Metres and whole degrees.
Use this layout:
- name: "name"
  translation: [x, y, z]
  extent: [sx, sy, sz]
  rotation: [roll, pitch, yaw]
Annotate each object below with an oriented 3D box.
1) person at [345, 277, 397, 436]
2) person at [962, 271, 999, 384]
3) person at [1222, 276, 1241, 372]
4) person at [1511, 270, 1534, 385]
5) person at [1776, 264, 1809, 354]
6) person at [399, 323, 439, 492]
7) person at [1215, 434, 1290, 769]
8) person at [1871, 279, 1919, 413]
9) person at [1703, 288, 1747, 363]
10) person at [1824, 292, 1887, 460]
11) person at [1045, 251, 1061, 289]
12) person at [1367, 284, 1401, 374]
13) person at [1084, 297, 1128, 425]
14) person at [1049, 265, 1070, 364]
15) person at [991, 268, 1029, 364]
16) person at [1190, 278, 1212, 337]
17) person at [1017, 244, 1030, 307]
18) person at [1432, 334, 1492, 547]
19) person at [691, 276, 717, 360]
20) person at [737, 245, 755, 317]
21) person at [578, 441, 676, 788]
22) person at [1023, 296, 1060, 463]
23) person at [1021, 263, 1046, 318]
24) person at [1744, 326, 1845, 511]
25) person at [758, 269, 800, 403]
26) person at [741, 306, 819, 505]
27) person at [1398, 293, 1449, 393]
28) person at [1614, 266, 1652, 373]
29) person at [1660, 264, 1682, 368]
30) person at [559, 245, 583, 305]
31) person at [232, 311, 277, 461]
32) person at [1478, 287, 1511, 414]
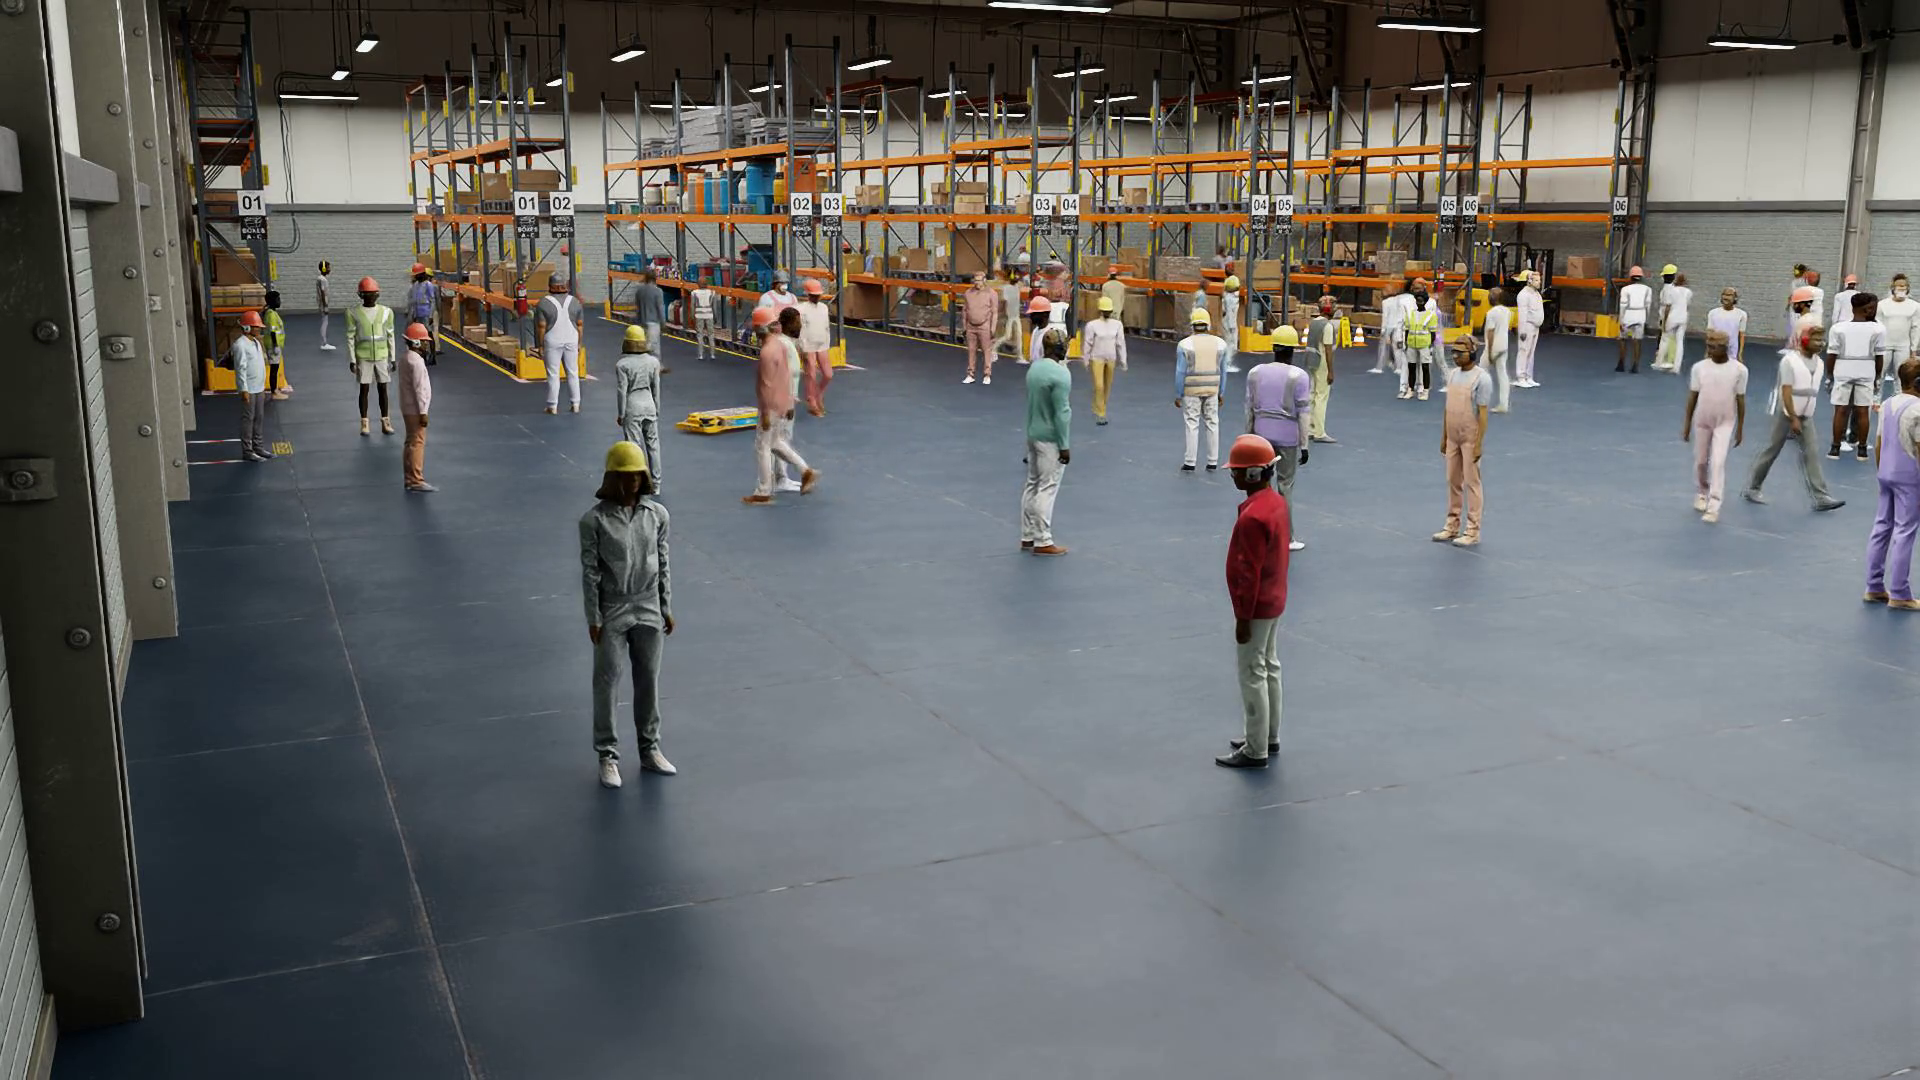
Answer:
- name: "person"
  translation: [-7.643, -2.384, 21.631]
  extent: [0.610, 2.048, 0.362]
  rotation: [-7, 13, -30]
- name: "person"
  translation: [0.318, -3.580, 28.081]
  extent: [0.640, 1.905, 0.410]
  rotation: [5, 12, 22]
- name: "person"
  translation: [4.931, -3.917, 30.215]
  extent: [0.315, 1.741, 0.491]
  rotation: [3, 12, 16]
- name: "person"
  translation: [9.488, -3.553, 27.896]
  extent: [0.391, 1.923, 0.589]
  rotation: [5, 12, 25]
- name: "person"
  translation: [17.054, -4.688, 33.837]
  extent: [0.525, 1.850, 0.748]
  rotation: [-8, 13, -34]
- name: "person"
  translation: [-5.621, -1.373, 17.277]
  extent: [0.360, 1.742, 0.563]
  rotation: [-6, 13, -30]
- name: "person"
  translation: [1.520, 0.316, 8.688]
  extent: [0.354, 1.743, 0.572]
  rotation: [5, 12, 23]
- name: "person"
  translation: [13.459, -2.786, 23.970]
  extent: [0.628, 1.933, 0.367]
  rotation: [4, 12, 19]
- name: "person"
  translation: [10.684, -2.601, 23.269]
  extent: [0.506, 1.839, 0.345]
  rotation: [6, 13, 29]
- name: "person"
  translation: [10.437, -1.909, 19.425]
  extent: [0.608, 1.963, 0.372]
  rotation: [5, 12, 25]
- name: "person"
  translation: [2.767, -7.684, 49.283]
  extent: [0.525, 1.769, 0.309]
  rotation: [3, 12, 16]
- name: "person"
  translation: [7.705, -3.791, 29.918]
  extent: [0.580, 1.604, 0.514]
  rotation: [11, 16, 44]
- name: "person"
  translation: [2.000, -2.423, 22.634]
  extent: [0.540, 1.728, 0.820]
  rotation: [-4, 12, -18]
- name: "person"
  translation: [1.891, -4.322, 31.903]
  extent: [0.471, 1.878, 0.746]
  rotation: [-2, 11, -8]
- name: "person"
  translation: [0.962, -4.308, 31.989]
  extent: [0.807, 1.834, 0.531]
  rotation: [11, 15, 44]
- name: "person"
  translation: [4.699, -4.343, 32.685]
  extent: [0.557, 1.608, 0.532]
  rotation: [3, 12, 15]
- name: "person"
  translation: [1.939, -8.167, 51.391]
  extent: [0.399, 1.905, 0.643]
  rotation: [6, 13, 27]
- name: "person"
  translation: [4.379, -0.868, 14.462]
  extent: [0.339, 1.839, 0.504]
  rotation: [-5, 12, -25]
- name: "person"
  translation: [-5.020, -4.345, 32.637]
  extent: [0.523, 1.638, 0.310]
  rotation: [-3, 12, -15]
- name: "person"
  translation: [-5.959, -7.195, 46.271]
  extent: [0.615, 1.984, 1.066]
  rotation: [-7, 13, -31]
- name: "person"
  translation: [-1.671, 0.367, 8.422]
  extent: [0.487, 1.746, 0.287]
  rotation: [-8, 14, -37]
- name: "person"
  translation: [0.925, -1.800, 18.944]
  extent: [0.376, 1.935, 0.550]
  rotation: [-5, 12, -22]
- name: "person"
  translation: [1.745, -5.623, 38.876]
  extent: [0.596, 1.729, 0.559]
  rotation: [-3, 11, -13]
- name: "person"
  translation: [8.160, -1.186, 16.204]
  extent: [0.564, 1.790, 1.028]
  rotation: [-4, 12, -21]
- name: "person"
  translation: [-2.670, -3.068, 25.121]
  extent: [0.684, 2.000, 0.538]
  rotation: [-11, 15, -43]
- name: "person"
  translation: [-1.800, -1.321, 16.430]
  extent: [0.646, 1.969, 0.665]
  rotation: [2, 11, 10]
- name: "person"
  translation: [7.552, -3.160, 26.718]
  extent: [0.861, 1.588, 0.529]
  rotation: [0, 11, 2]
- name: "person"
  translation: [12.159, -3.972, 30.052]
  extent: [0.560, 1.934, 0.547]
  rotation: [1, 11, 7]
- name: "person"
  translation: [13.194, -4.157, 30.953]
  extent: [0.384, 1.924, 0.589]
  rotation: [0, 11, -1]
- name: "person"
  translation: [-11.509, -7.724, 49.032]
  extent: [0.605, 1.944, 0.675]
  rotation: [-4, 12, -20]
- name: "person"
  translation: [-8.232, -1.791, 19.392]
  extent: [0.350, 1.743, 0.563]
  rotation: [0, 11, 1]
- name: "person"
  translation: [7.655, -2.743, 24.062]
  extent: [0.519, 1.808, 0.886]
  rotation: [-6, 13, -29]
